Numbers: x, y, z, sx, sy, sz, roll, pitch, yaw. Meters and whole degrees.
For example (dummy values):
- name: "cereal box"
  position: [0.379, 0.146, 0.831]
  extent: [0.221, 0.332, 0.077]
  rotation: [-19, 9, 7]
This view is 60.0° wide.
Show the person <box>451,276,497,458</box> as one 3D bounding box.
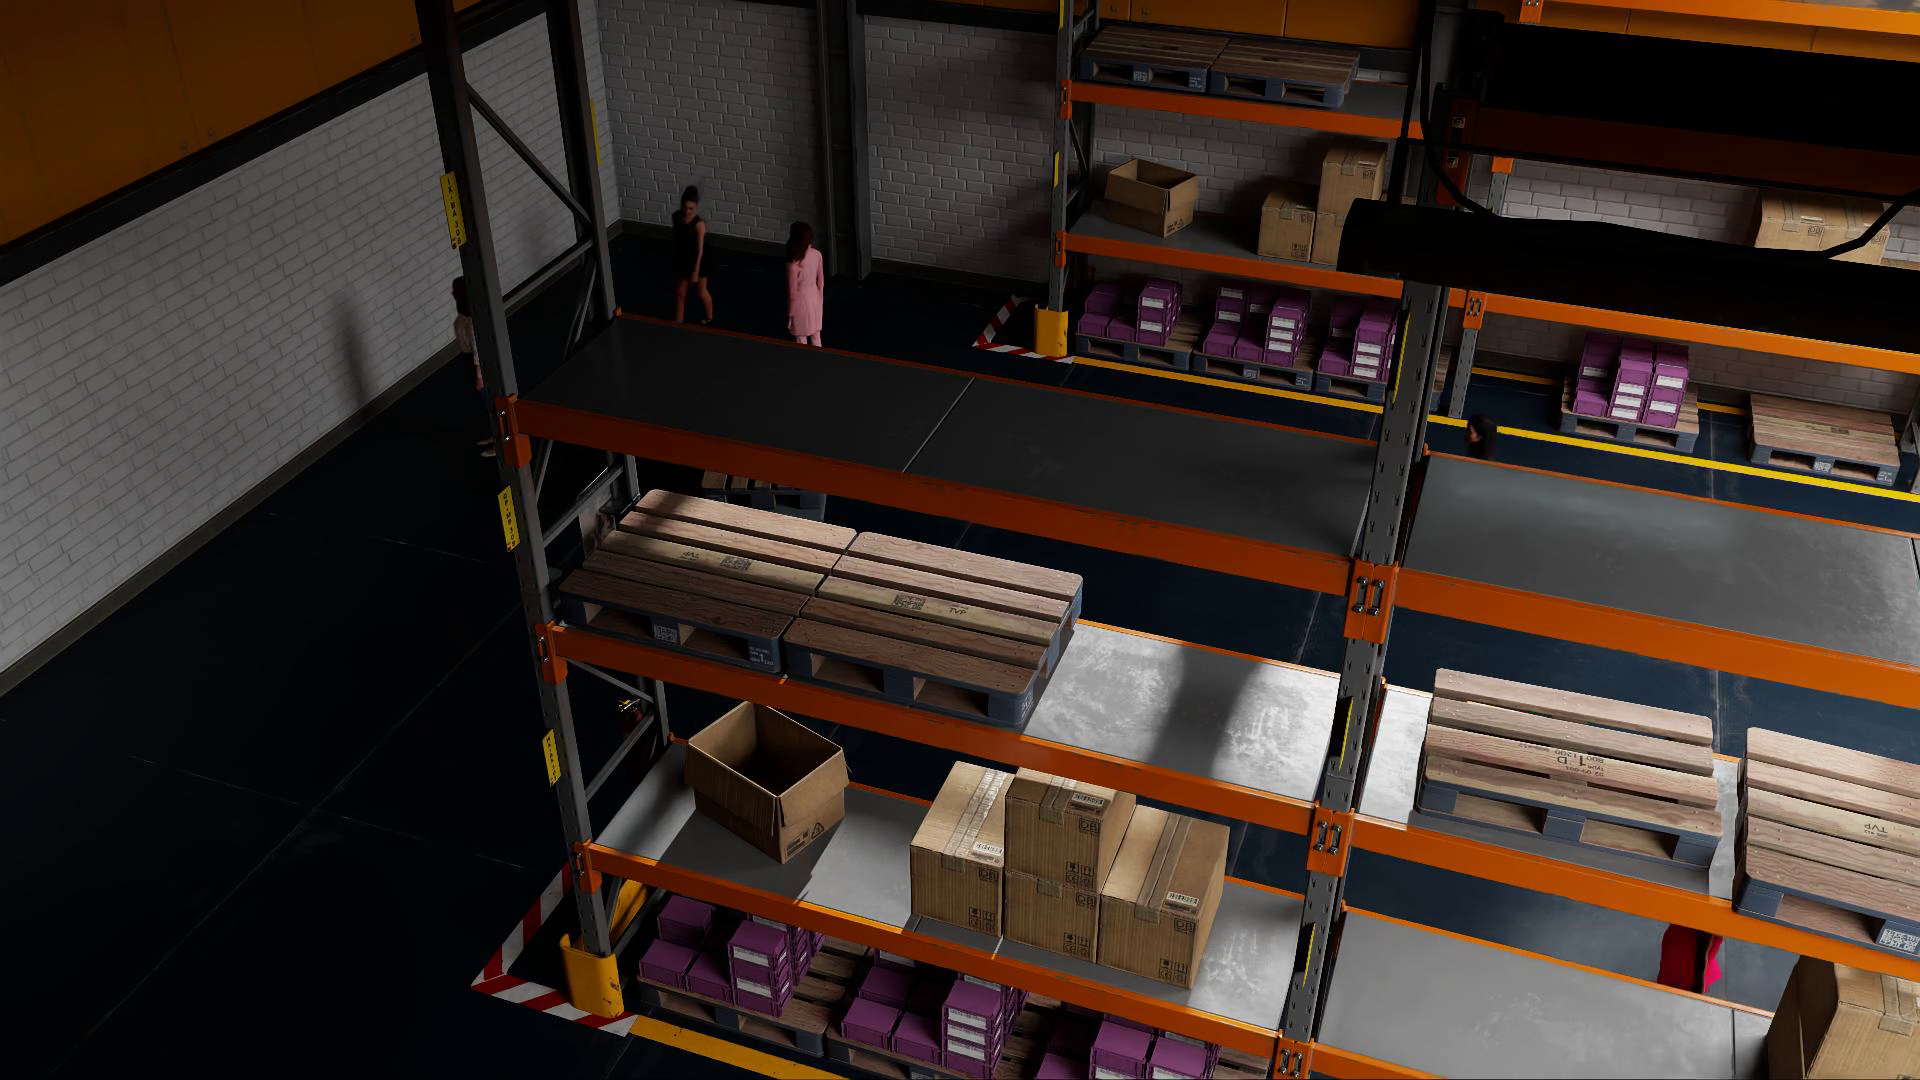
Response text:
- name: "person"
  position: [-4.299, -1.574, 14.884]
  extent: [0.687, 1.728, 0.638]
  rotation: [-12, 36, -18]

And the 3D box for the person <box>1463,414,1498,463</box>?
- name: "person"
  position: [3.964, -0.133, 12.712]
  extent: [1.183, 1.732, 0.814]
  rotation: [3, 34, 4]

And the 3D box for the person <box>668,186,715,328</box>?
- name: "person"
  position: [-2.701, -2.835, 16.866]
  extent: [0.934, 1.633, 0.792]
  rotation: [23, 40, 31]

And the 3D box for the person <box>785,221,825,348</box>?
- name: "person"
  position: [-1.453, -2.153, 15.688]
  extent: [0.653, 1.803, 0.680]
  rotation: [27, 42, 34]
